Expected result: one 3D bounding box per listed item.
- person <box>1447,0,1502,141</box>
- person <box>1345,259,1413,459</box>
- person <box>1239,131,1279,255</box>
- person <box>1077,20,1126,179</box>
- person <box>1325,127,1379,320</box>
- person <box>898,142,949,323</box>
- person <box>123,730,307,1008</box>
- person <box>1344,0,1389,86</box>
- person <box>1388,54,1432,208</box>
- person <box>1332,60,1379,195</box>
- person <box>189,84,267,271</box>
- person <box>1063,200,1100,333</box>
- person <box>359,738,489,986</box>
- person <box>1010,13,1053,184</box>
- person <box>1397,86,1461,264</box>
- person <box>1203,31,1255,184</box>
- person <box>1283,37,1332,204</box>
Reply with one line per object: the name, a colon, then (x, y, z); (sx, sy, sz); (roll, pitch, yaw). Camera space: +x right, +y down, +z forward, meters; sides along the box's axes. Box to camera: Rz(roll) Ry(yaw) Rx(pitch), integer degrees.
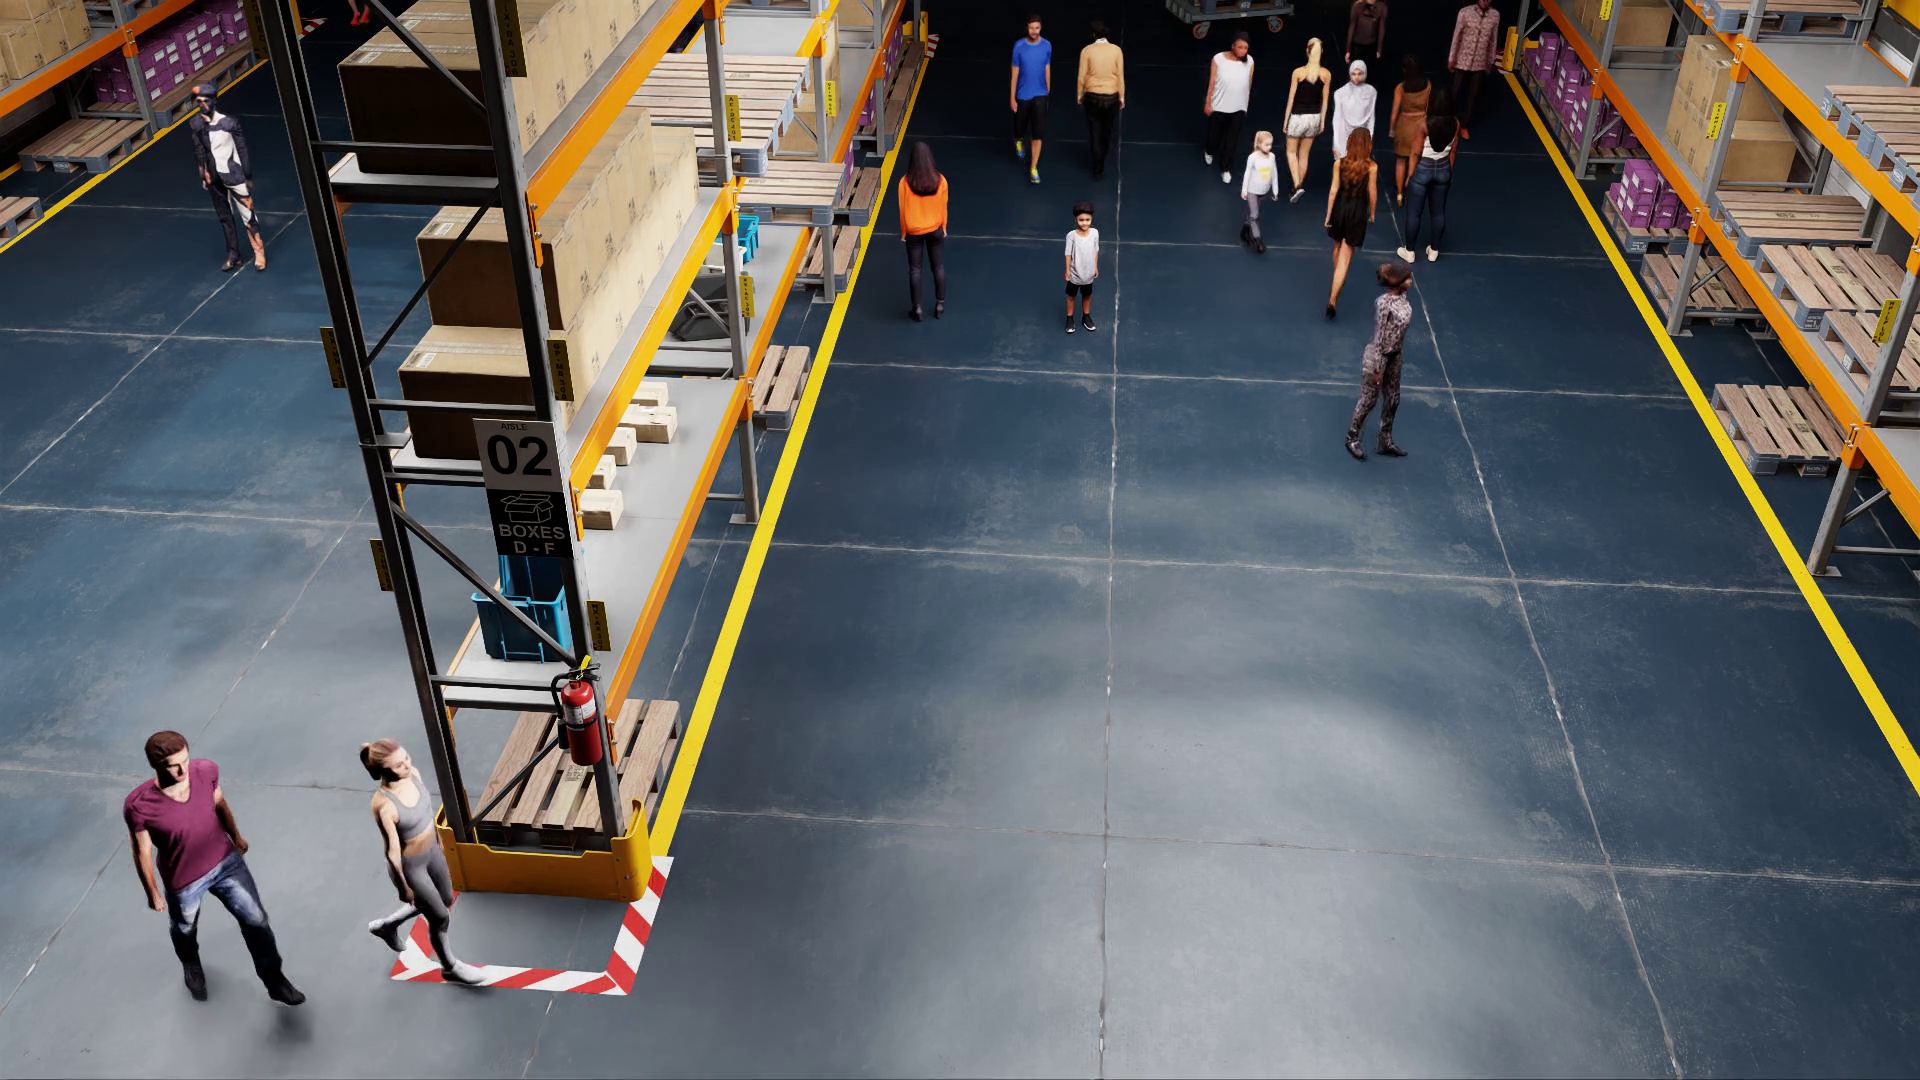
person: (6.084, -5.739, 19.869); (0.721, 1.797, 0.731); (1, 34, 2)
person: (3.407, -1.472, 13.529); (0.838, 1.708, 0.896); (-23, 40, -31)
person: (3.039, -3.624, 17.180); (0.765, 1.251, 0.950); (-13, 36, -19)
person: (1.583, -4.919, 18.722); (0.791, 1.702, 1.163); (0, 34, 0)
person: (3.626, -2.937, 15.650); (0.800, 1.801, 1.096); (14, 36, 20)
person: (-0.336, -2.898, 15.639); (0.683, 1.749, 0.656); (-8, 34, -12)
person: (-4.031, 1.669, 8.722); (1.174, 1.799, 1.187); (-28, 42, -35)
person: (4.956, -6.057, 20.444); (0.636, 1.690, 0.646); (6, 34, 9)
person: (4.855, -4.389, 17.955); (0.669, 1.668, 0.621); (1, 34, 1)
person: (4.140, -4.257, 17.684); (0.647, 1.748, 0.924); (3, 34, 5)
person: (-7.313, -3.622, 16.598); (0.683, 1.892, 0.596); (1, 34, 1)
person: (1.139, -2.577, 15.596); (0.550, 1.261, 0.572); (-7, 34, -10)
person: (-2.938, 1.697, 8.781); (0.683, 1.688, 0.846); (6, 34, 9)
person: (0.785, -5.013, 18.731); (0.763, 1.847, 1.118); (-4, 34, -6)
person: (4.742, -3.669, 16.751); (0.664, 1.801, 0.638); (-2, 34, -3)
person: (3.020, -4.909, 18.738); (0.759, 1.667, 0.902); (0, 34, 0)
person: (3.734, -4.491, 17.962); (0.639, 1.829, 0.868); (1, 34, 1)
